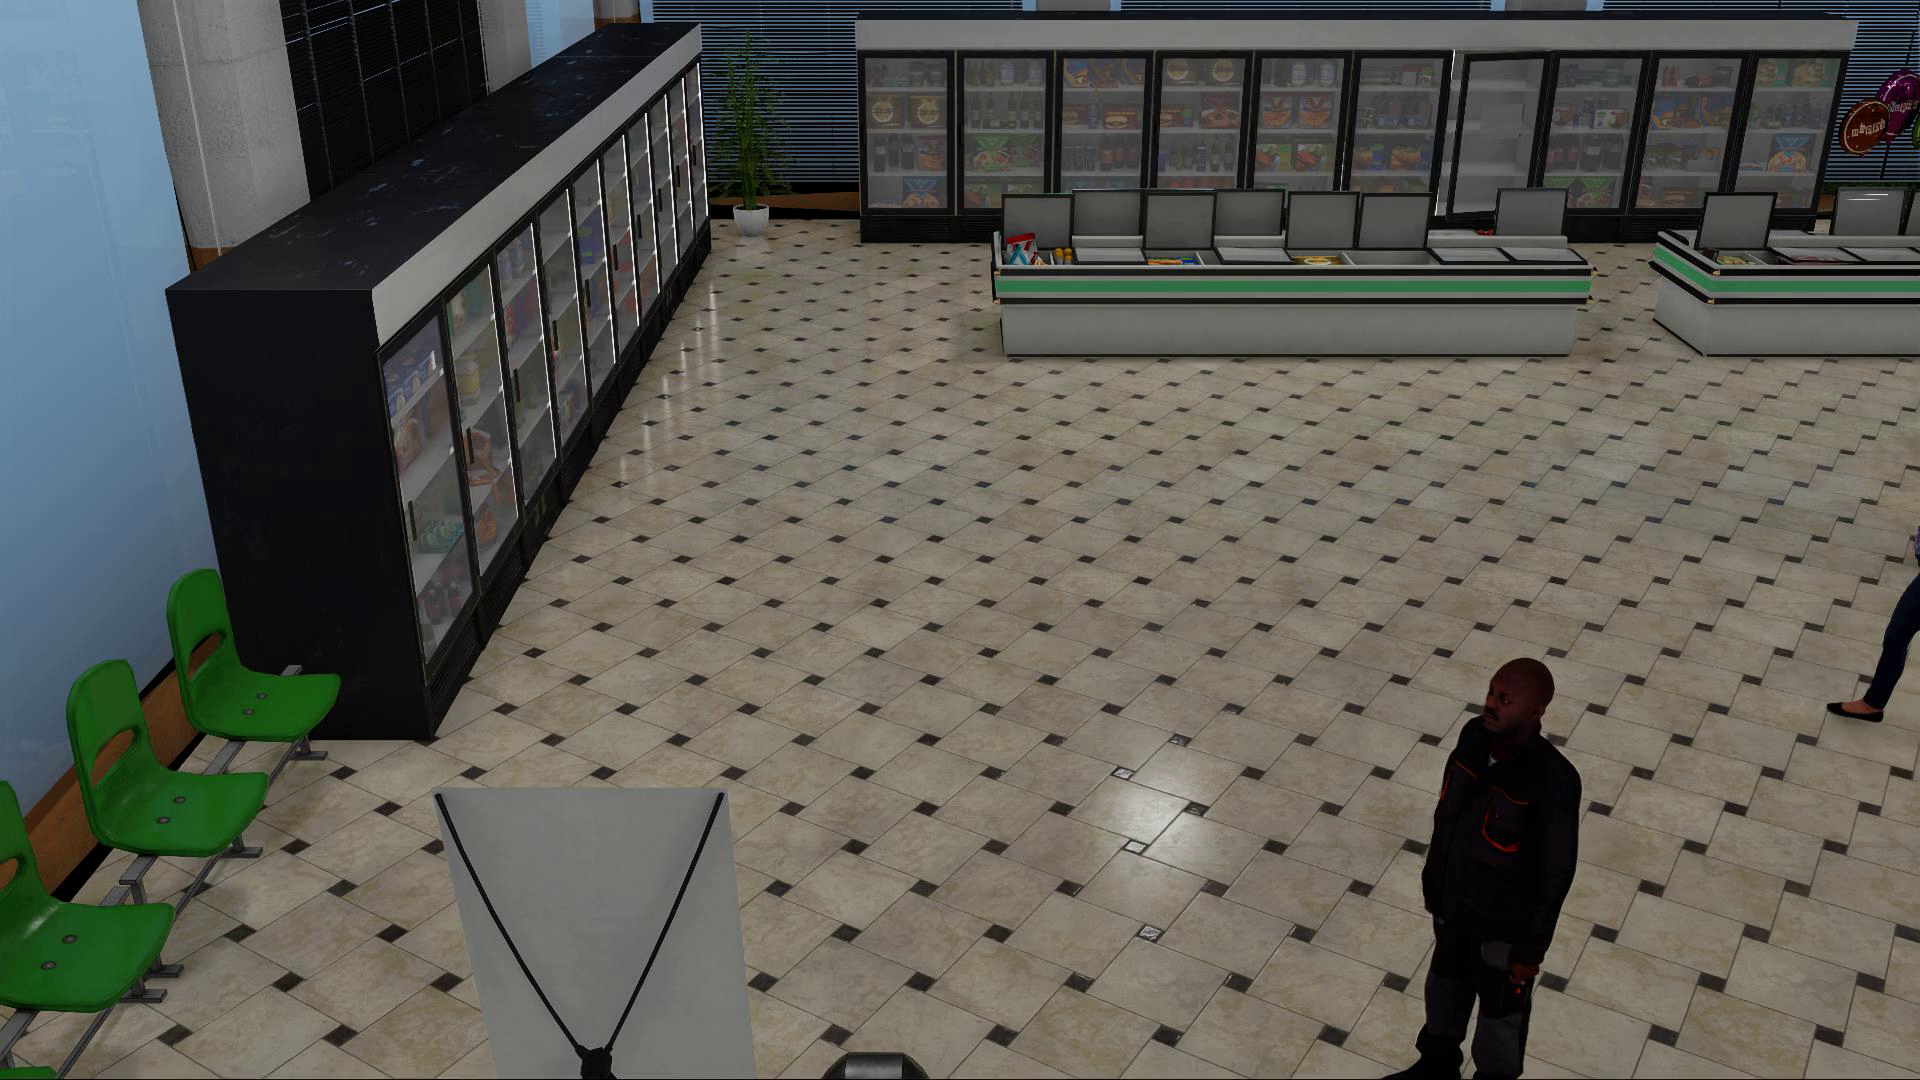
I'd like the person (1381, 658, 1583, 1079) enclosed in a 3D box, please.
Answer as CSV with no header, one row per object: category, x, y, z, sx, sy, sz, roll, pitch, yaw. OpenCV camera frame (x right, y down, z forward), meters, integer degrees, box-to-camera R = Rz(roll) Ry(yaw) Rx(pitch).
person,1.778,1.198,5.551,0.774,1.825,0.785,-13,27,-27
